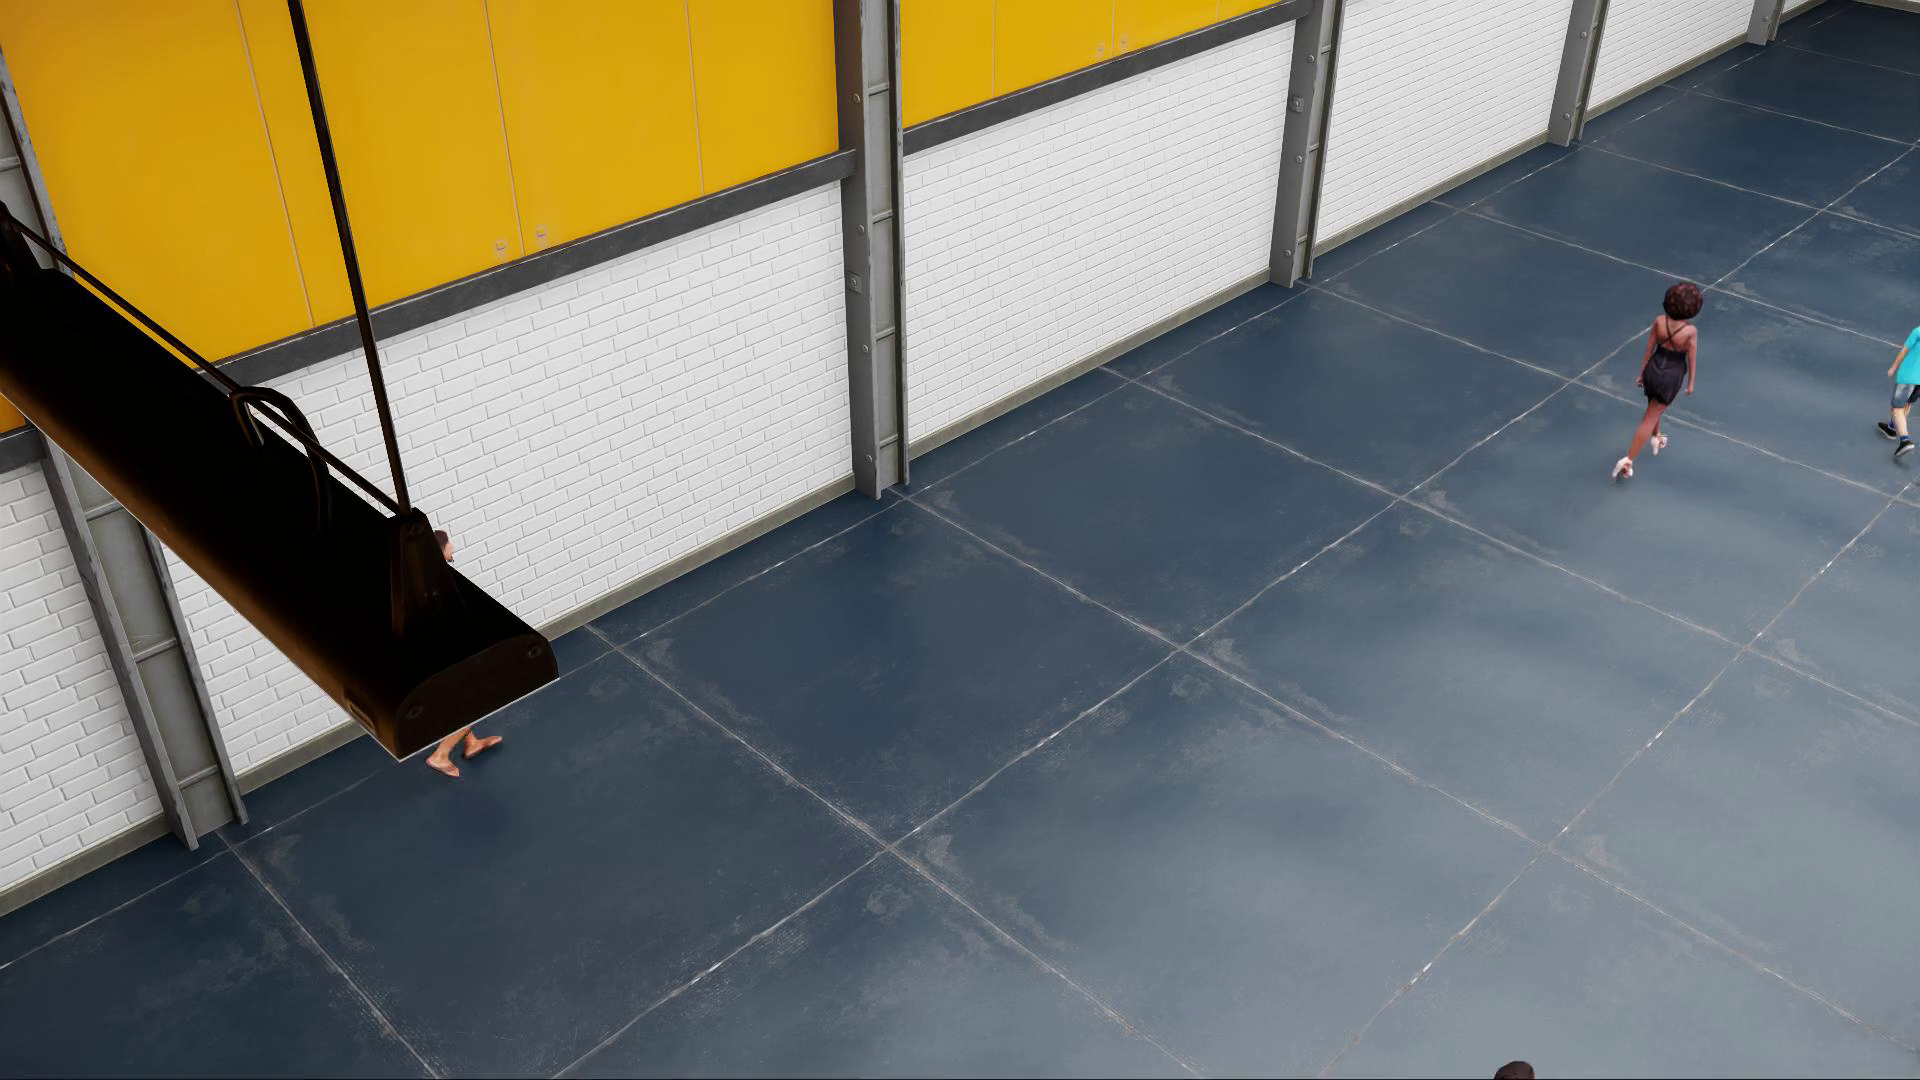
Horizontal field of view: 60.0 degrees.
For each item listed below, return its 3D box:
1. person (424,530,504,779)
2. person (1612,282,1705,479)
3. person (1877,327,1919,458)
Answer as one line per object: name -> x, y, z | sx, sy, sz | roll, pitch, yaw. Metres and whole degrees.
person -> -3.424, 0.779, 10.878 | 0.635, 1.848, 0.854 | 26, 42, 34
person -> 5.905, -1.292, 14.095 | 1.103, 1.737, 0.611 | -26, 41, -33
person -> 8.394, -1.415, 14.558 | 0.906, 1.429, 0.961 | -1, 34, -1
